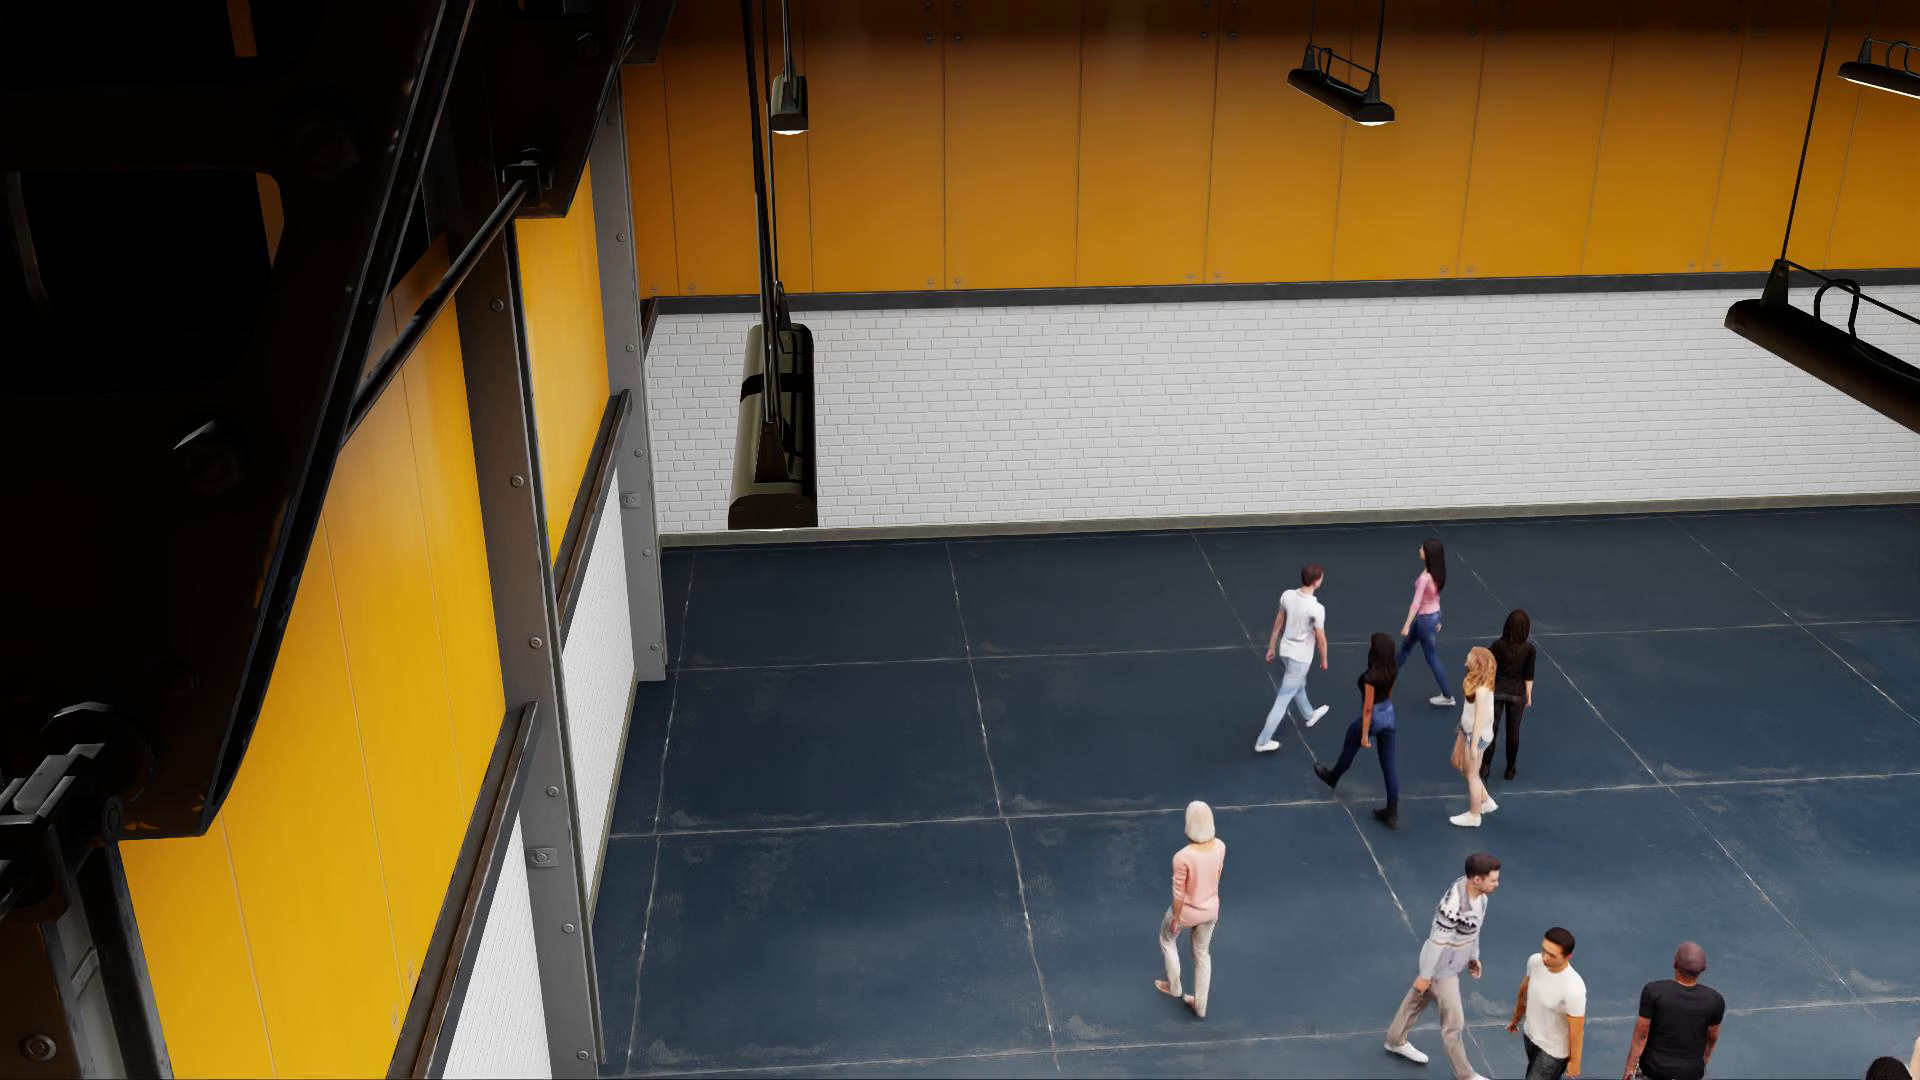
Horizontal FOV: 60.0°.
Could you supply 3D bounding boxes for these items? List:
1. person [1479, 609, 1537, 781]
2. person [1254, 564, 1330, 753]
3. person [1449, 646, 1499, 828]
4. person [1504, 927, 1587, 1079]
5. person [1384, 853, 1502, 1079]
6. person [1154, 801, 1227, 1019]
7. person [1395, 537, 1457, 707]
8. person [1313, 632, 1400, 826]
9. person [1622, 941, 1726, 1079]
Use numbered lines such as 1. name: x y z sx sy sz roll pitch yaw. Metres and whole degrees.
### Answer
1. person: 4.878 1.380 14.845 0.642 1.641 0.604 5 24 11
2. person: 3.007 1.122 15.238 1.111 1.798 1.266 -15 28 -30
3. person: 4.448 1.672 14.055 0.763 1.738 0.704 7 25 16
4. person: 3.825 3.185 10.559 0.849 1.766 0.933 -6 24 -13
5. person: 3.194 2.848 11.277 1.115 1.810 1.136 14 27 28
6. person: 1.712 2.666 11.815 0.738 1.711 0.803 -12 26 -26
7. person: 4.566 0.828 16.043 1.130 1.693 1.133 15 28 30
8. person: 3.614 1.642 14.187 0.981 1.688 1.237 -15 28 -31
9. person: 4.377 3.337 10.232 0.974 1.750 1.334 6 24 14
